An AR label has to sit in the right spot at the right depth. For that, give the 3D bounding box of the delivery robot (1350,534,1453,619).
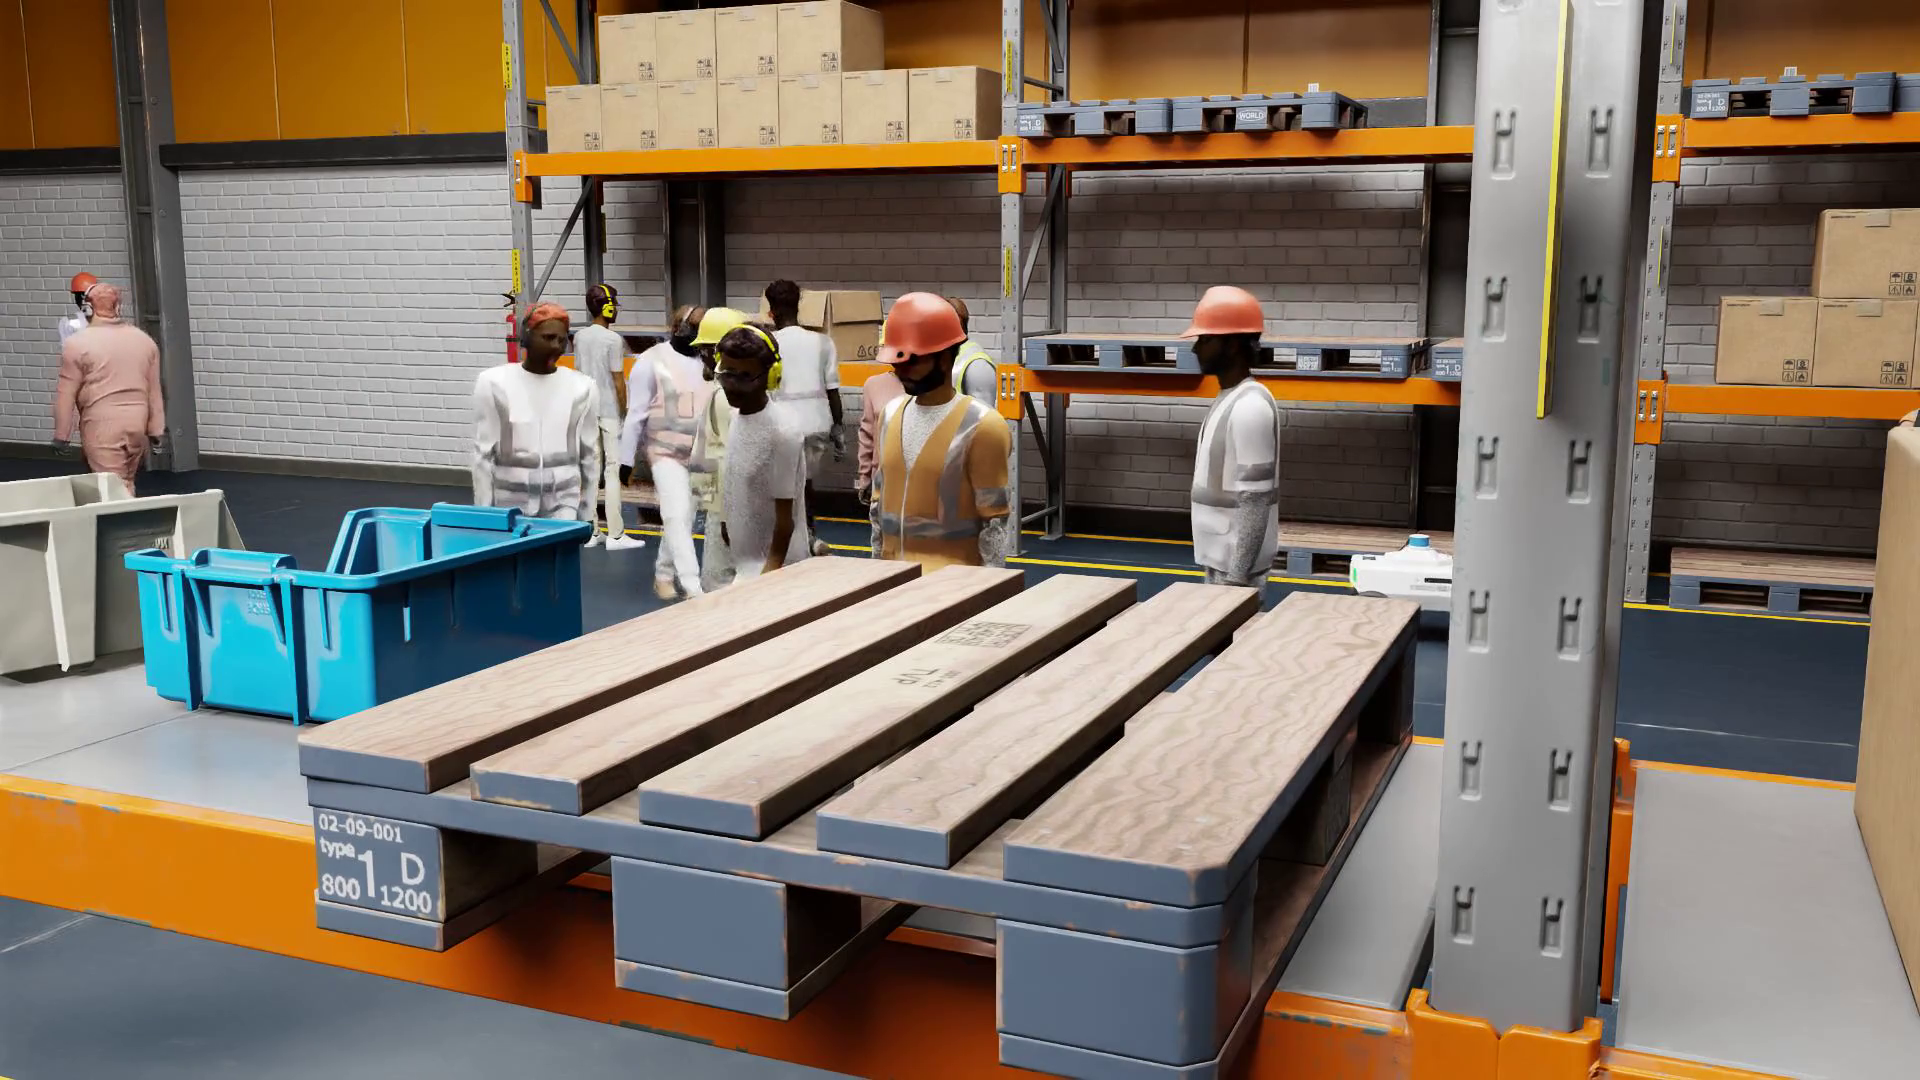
[{"bbox_3d":[2.467,0.213,8.960,0.707,0.478,0.477,3,10,14],"label":"delivery robot"}]

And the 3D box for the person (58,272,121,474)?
[{"bbox_3d":[-7.437,-1.318,14.277,0.371,1.935,0.551,7,12,36],"label":"person"}]

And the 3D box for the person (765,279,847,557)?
[{"bbox_3d":[-1.003,-0.708,10.674,0.648,1.927,0.800,-6,11,-32],"label":"person"}]

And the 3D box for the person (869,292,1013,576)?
[{"bbox_3d":[-0.101,0.169,5.400,0.543,1.927,0.375,8,12,39],"label":"person"}]

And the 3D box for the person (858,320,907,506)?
[{"bbox_3d":[-0.299,-0.304,8.720,0.525,1.769,0.310,4,10,23],"label":"person"}]

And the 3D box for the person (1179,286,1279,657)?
[{"bbox_3d":[0.967,0.050,6.084,0.371,1.935,0.552,0,9,0],"label":"person"}]

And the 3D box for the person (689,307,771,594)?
[{"bbox_3d":[-1.034,-0.190,7.881,0.534,1.813,0.607,1,10,6],"label":"person"}]

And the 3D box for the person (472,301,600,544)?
[{"bbox_3d":[-1.959,-0.174,7.681,0.594,1.857,0.839,-4,10,-21],"label":"person"}]

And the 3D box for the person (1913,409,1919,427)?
[{"bbox_3d":[3.441,0.069,5.658,0.537,2.000,0.679,-2,10,-14],"label":"person"}]

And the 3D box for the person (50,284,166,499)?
[{"bbox_3d":[-5.639,-0.723,10.905,0.790,1.881,0.648,5,10,25],"label":"person"}]

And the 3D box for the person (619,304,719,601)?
[{"bbox_3d":[-1.632,-0.488,9.765,0.667,1.786,0.901,-9,13,-43],"label":"person"}]

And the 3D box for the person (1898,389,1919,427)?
[{"bbox_3d":[4.320,-0.020,7.396,0.511,1.640,0.308,-6,11,-30],"label":"person"}]

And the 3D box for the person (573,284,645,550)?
[{"bbox_3d":[-2.504,-0.862,11.751,0.516,1.872,0.327,7,12,36],"label":"person"}]

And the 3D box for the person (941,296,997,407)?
[{"bbox_3d":[-0.065,-0.425,9.231,0.429,1.840,0.624,-6,11,-32],"label":"person"}]

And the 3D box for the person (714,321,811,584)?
[{"bbox_3d":[-0.773,0.160,5.802,0.791,1.810,0.593,-6,11,-31],"label":"person"}]
